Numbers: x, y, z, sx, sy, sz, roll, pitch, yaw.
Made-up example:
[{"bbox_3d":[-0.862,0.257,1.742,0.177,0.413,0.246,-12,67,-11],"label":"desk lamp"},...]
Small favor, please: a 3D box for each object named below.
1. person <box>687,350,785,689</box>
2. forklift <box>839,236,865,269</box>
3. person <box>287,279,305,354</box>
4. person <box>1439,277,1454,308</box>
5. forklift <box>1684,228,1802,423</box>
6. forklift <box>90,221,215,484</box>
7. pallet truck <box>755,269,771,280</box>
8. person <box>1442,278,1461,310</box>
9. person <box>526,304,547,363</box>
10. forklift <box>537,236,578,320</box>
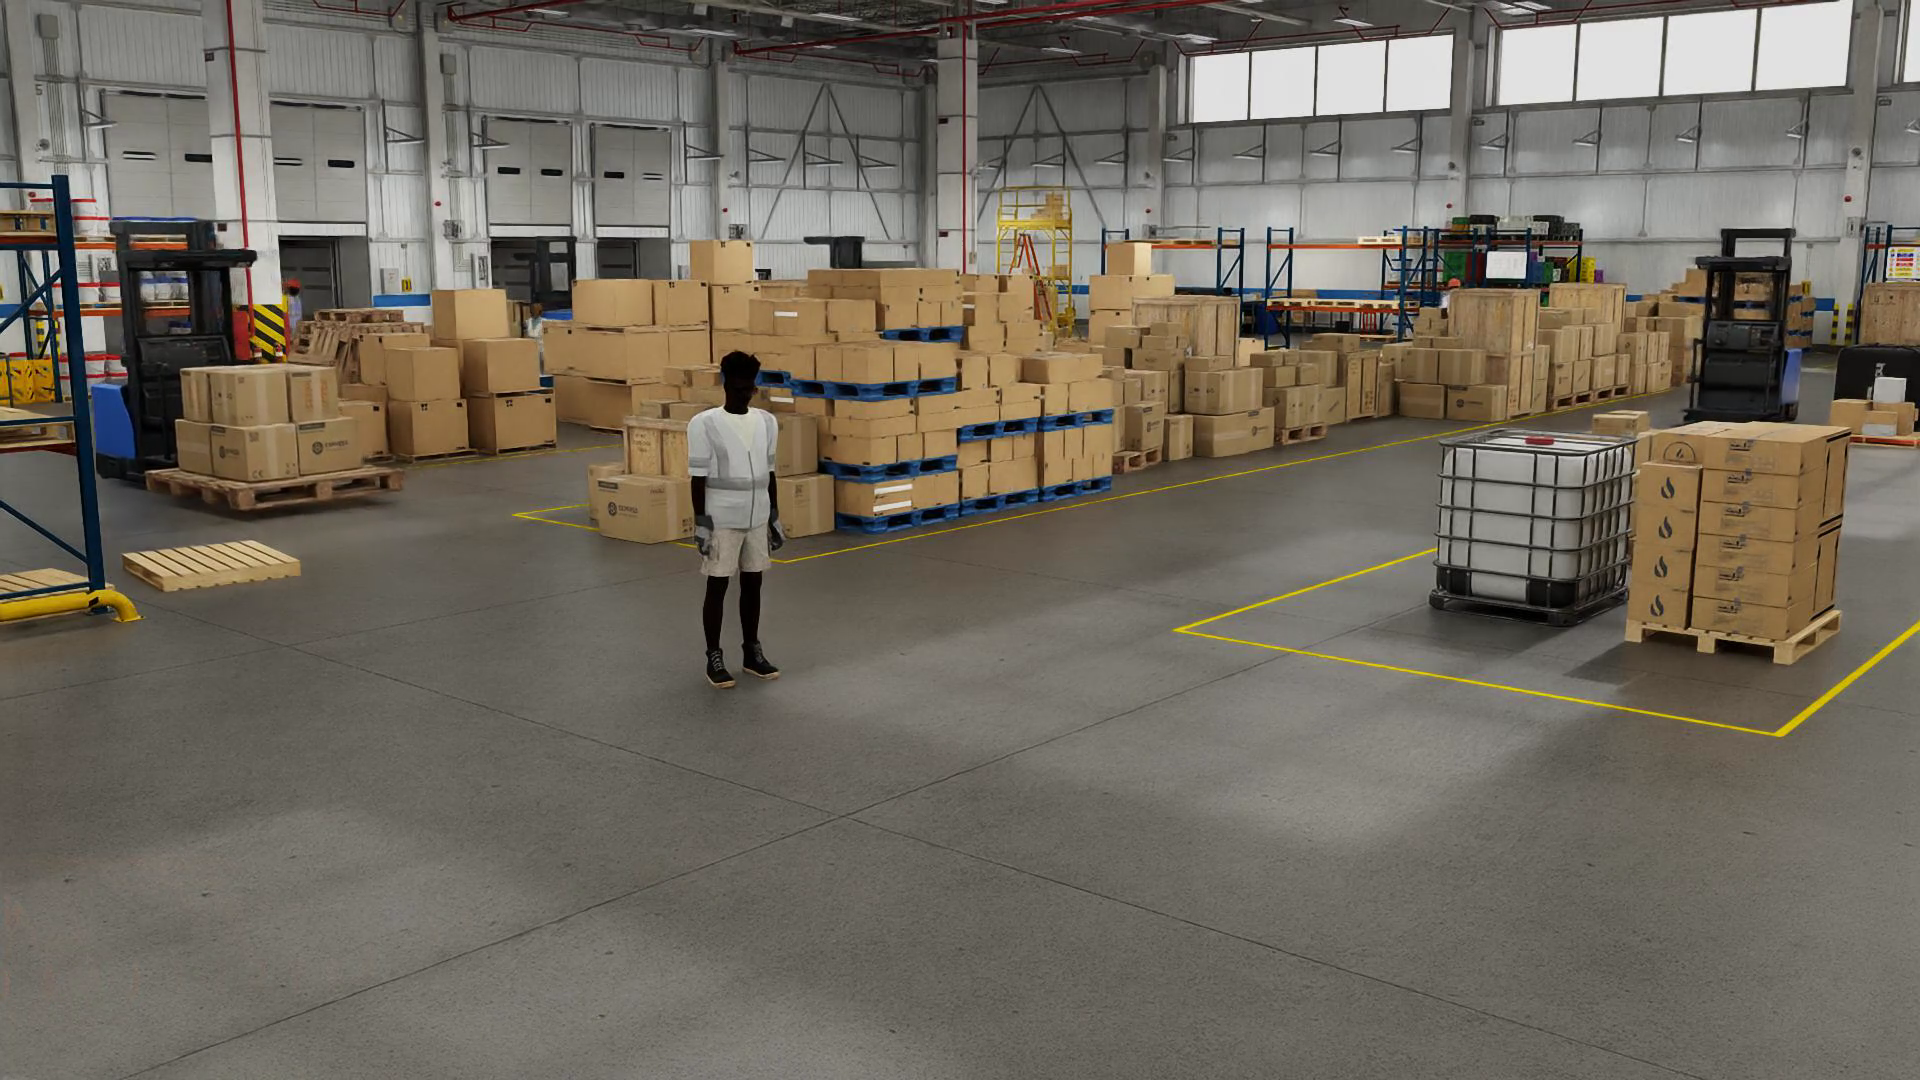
[{"bbox_3d":[-1.298,-0.127,9.733,0.603,1.959,0.375,-8,13,-40],"label":"person"},{"bbox_3d":[-2.565,-5.836,39.619,1.873,2.768,1.129,2,10,14],"label":"forklift"},{"bbox_3d":[-14.065,-4.531,34.947,0.805,1.916,0.551,3,10,16],"label":"person"},{"bbox_3d":[10.773,-4.802,36.455,0.643,1.917,0.610,7,12,33],"label":"person"},{"bbox_3d":[11.380,-3.079,23.924,1.129,2.768,1.873,8,13,39],"label":"forklift"},{"bbox_3d":[-8.517,-2.025,17.920,1.873,2.768,1.129,8,13,40],"label":"forklift"},{"bbox_3d":[-4.996,-6.432,45.525,1.885,1.965,0.823,-6,12,-32],"label":"pallet truck"},{"bbox_3d":[10.108,-4.393,34.124,0.546,1.928,0.383,-2,10,-12],"label":"person"},{"bbox_3d":[-7.304,-3.292,28.819,0.521,1.584,0.886,4,11,20],"label":"person"},{"bbox_3d":[-9.433,-5.765,39.215,1.873,2.768,1.129,8,13,40],"label":"forklift"}]
